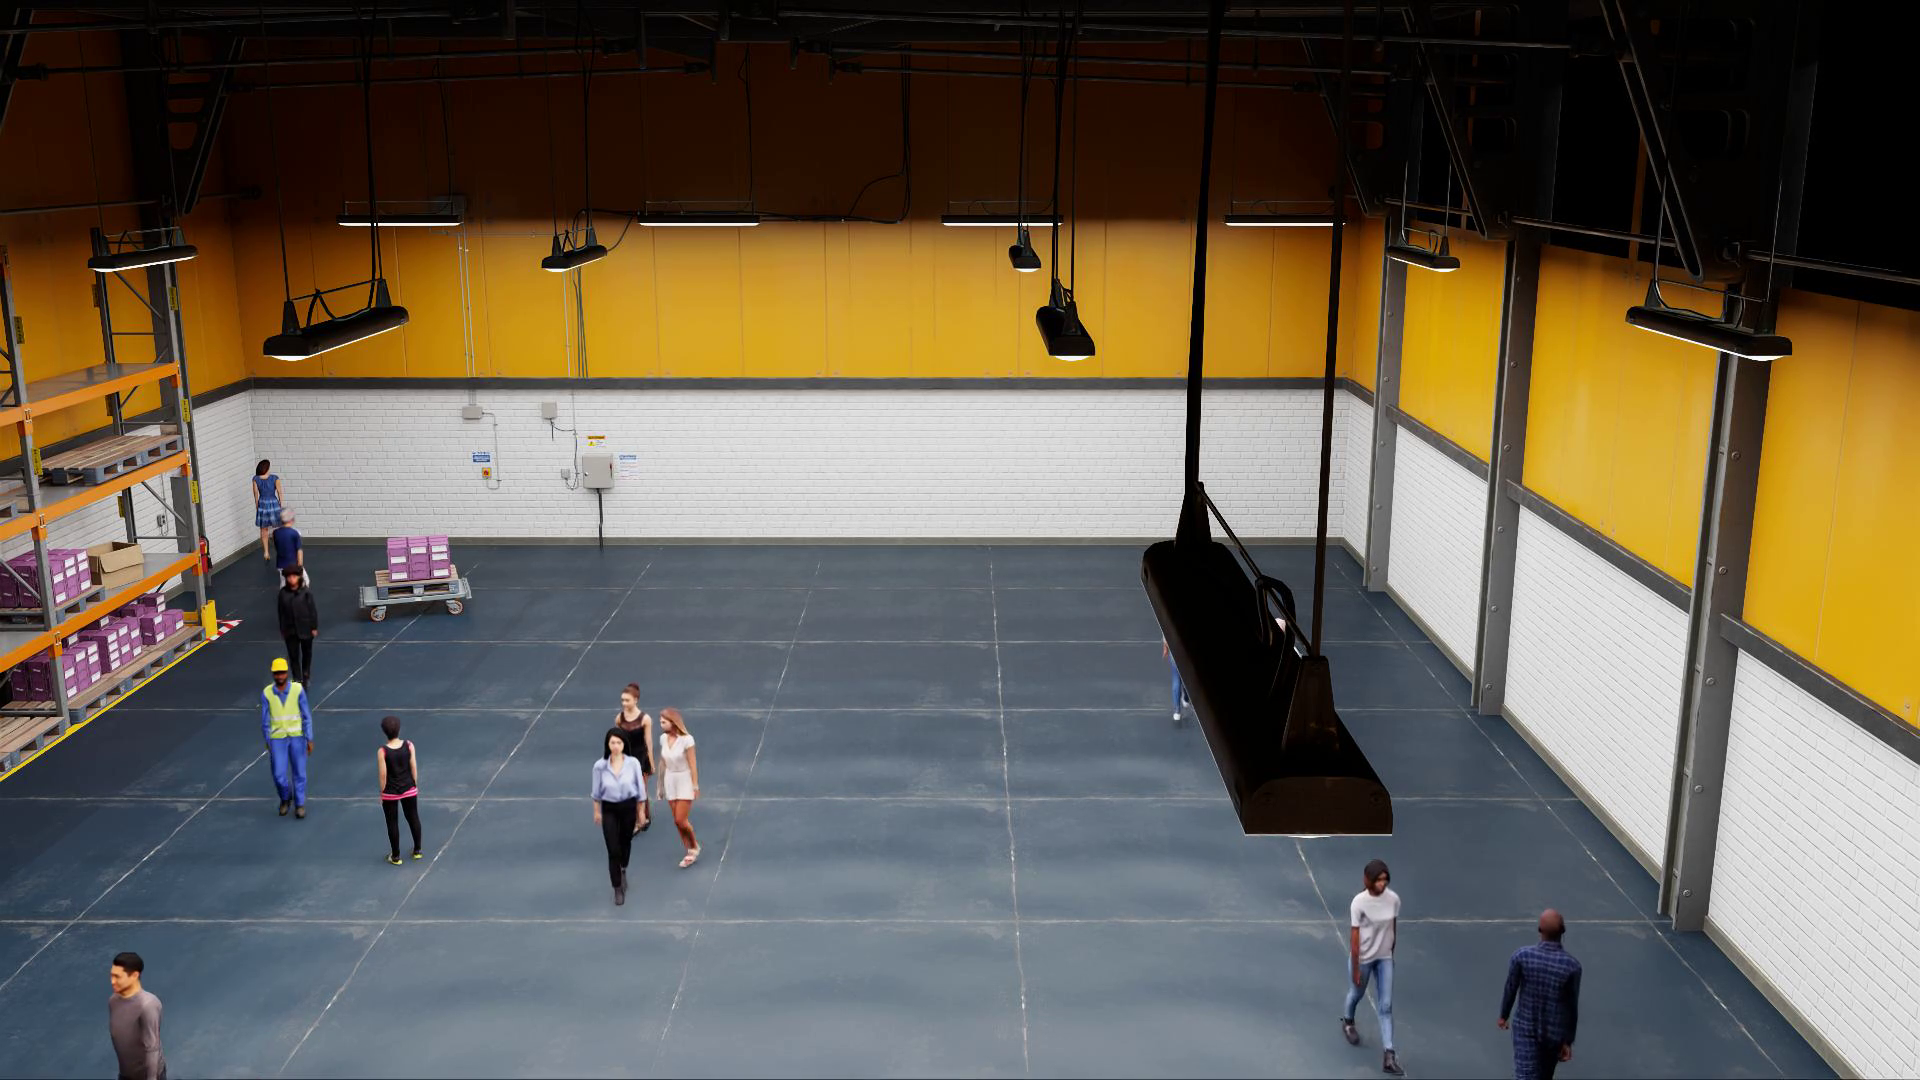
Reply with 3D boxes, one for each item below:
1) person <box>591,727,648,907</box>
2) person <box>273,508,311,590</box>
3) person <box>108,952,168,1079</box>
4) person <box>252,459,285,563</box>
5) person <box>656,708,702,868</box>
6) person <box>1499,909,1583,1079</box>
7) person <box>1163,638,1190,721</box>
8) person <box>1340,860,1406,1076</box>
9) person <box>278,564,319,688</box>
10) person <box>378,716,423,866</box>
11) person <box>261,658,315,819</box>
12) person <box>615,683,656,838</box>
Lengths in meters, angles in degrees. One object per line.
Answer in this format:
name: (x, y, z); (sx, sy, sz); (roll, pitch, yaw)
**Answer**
person: (-3.317, 2.636, 16.197); (0.871, 1.710, 1.141); (-4, 14, -15)
person: (-10.134, 0.444, 25.021); (0.670, 1.817, 0.718); (1, 14, 6)
person: (-5.666, 3.708, 11.703); (1.159, 1.740, 0.919); (1, 14, 3)
person: (-12.056, -0.520, 29.027); (0.693, 1.805, 0.611); (-2, 14, -8)
person: (-2.791, 2.485, 16.899); (0.699, 1.672, 0.728); (6, 15, 24)
person: (4.216, 3.608, 12.053); (0.871, 1.770, 1.267); (3, 14, 13)
person: (2.812, 1.476, 21.060); (0.697, 1.674, 1.161); (1, 14, 6)
person: (3.251, 3.351, 13.322); (0.773, 1.672, 1.189); (-3, 14, -12)
person: (-8.826, 1.169, 22.204); (0.888, 1.733, 1.158); (-5, 15, -21)
person: (-5.721, 2.534, 16.954); (0.622, 1.551, 0.665); (-10, 17, -37)
person: (-7.296, 2.129, 18.092); (0.763, 1.801, 0.776); (-5, 15, -20)
person: (-3.393, 2.311, 17.621); (0.697, 1.670, 0.732); (5, 14, 19)
